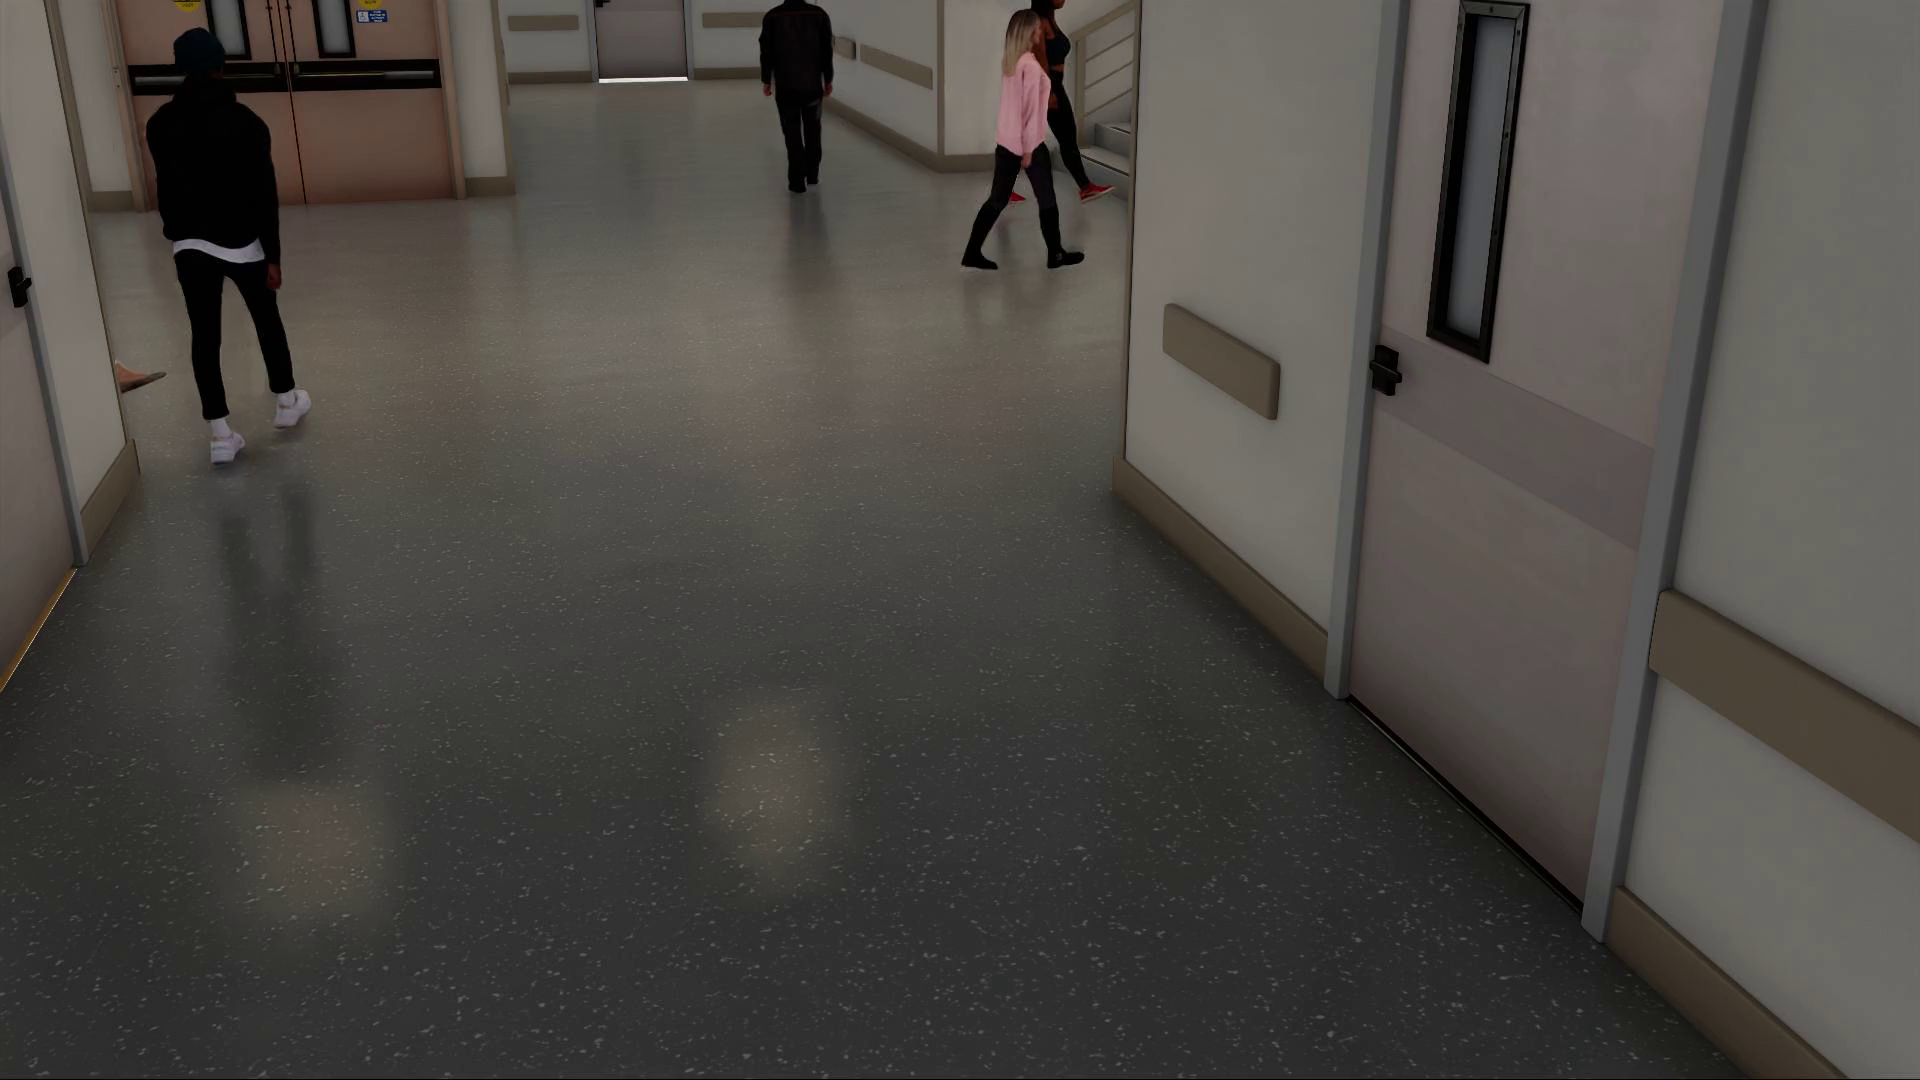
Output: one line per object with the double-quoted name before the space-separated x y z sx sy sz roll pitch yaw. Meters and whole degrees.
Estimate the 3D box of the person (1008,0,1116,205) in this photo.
"person" 0.553 -3.494 13.118 1.315 1.759 1.124 7 22 17

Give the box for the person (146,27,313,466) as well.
"person" -3.157 -1.206 7.047 1.014 1.781 0.834 -4 21 -11

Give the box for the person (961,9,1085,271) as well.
"person" 0.308 -2.522 10.708 1.140 1.650 0.758 -10 23 -24

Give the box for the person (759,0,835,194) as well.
"person" -1.333 -3.839 13.902 0.690 1.849 0.831 -5 21 -13
